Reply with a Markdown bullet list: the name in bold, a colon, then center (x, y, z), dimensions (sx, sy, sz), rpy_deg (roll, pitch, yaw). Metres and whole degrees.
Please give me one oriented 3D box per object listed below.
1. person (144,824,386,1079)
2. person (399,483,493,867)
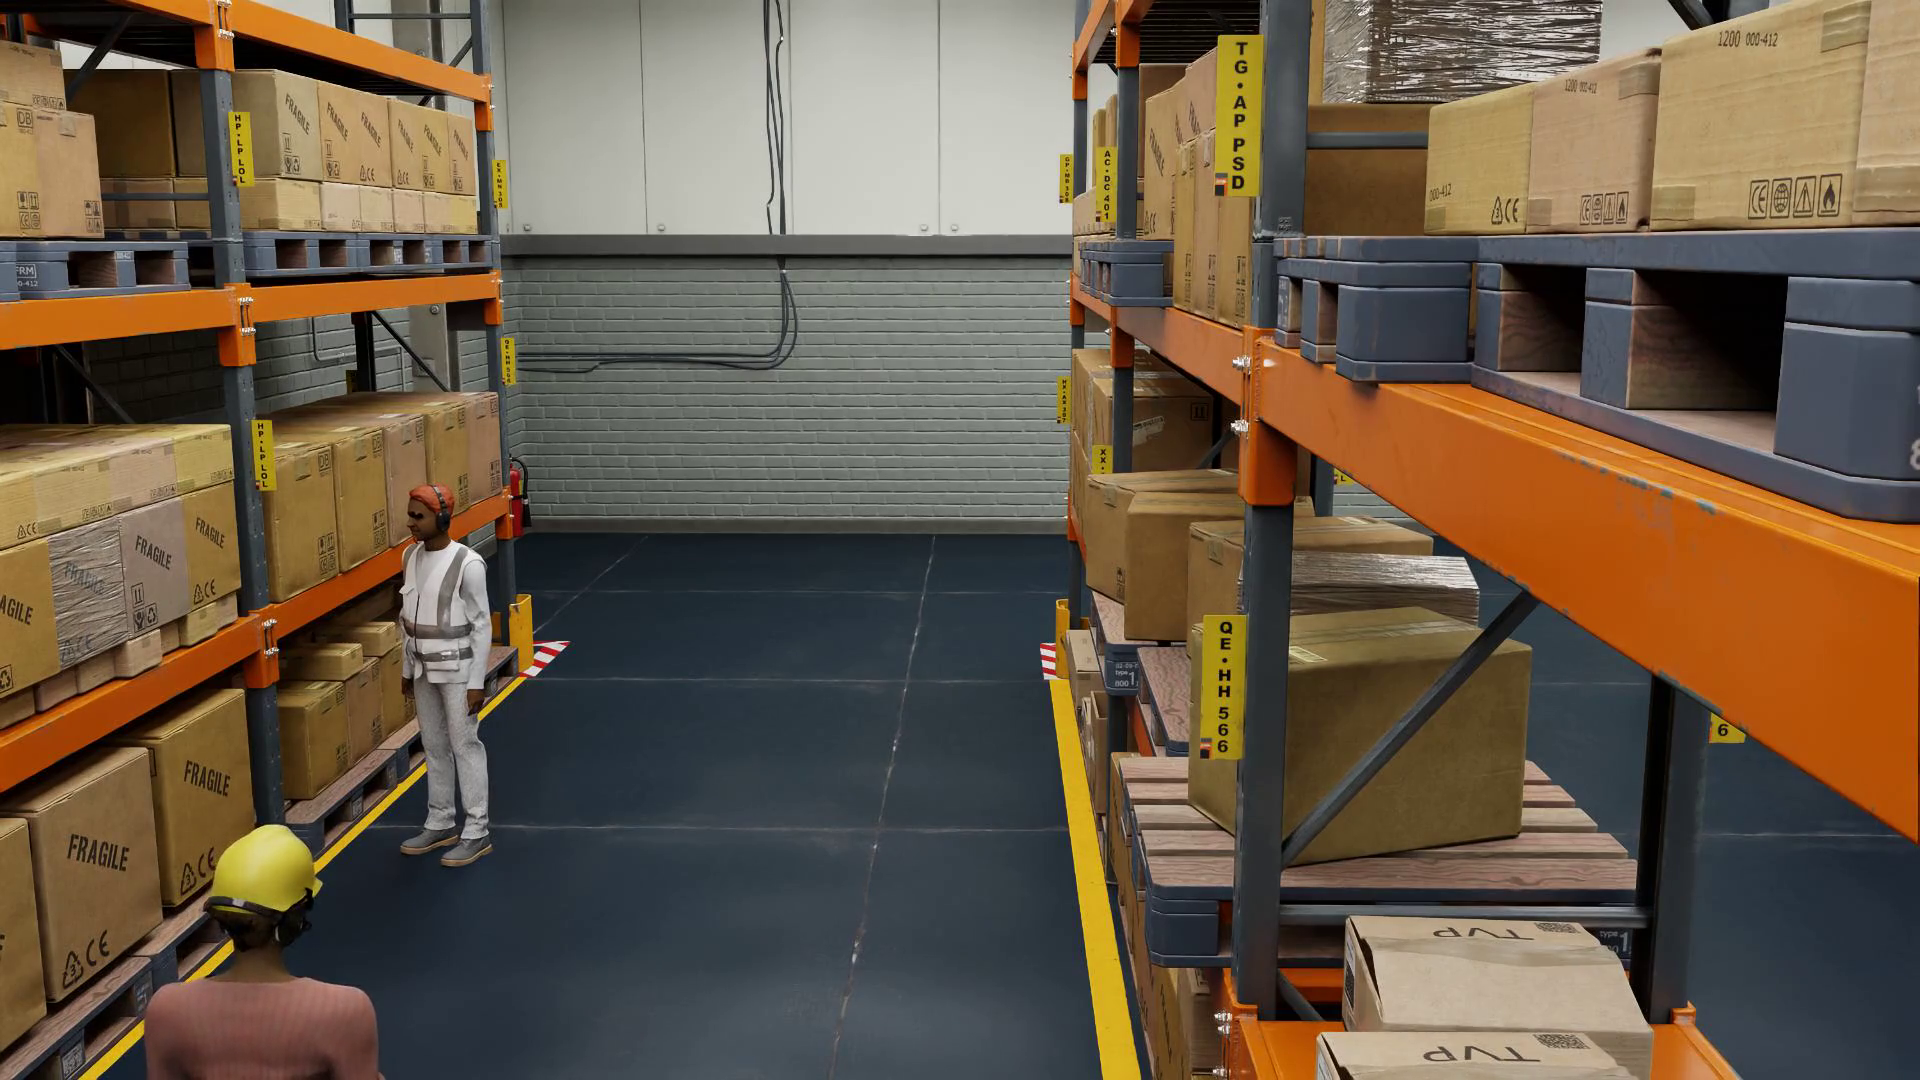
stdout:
- **person**: center (-1.520, 1.501, 3.742), dimensions (0.533, 1.767, 0.326), rpy_deg (0, 10, 1)
- **person**: center (-2.543, 0.655, 8.172), dimensions (0.584, 1.882, 0.344), rpy_deg (7, 12, 34)
